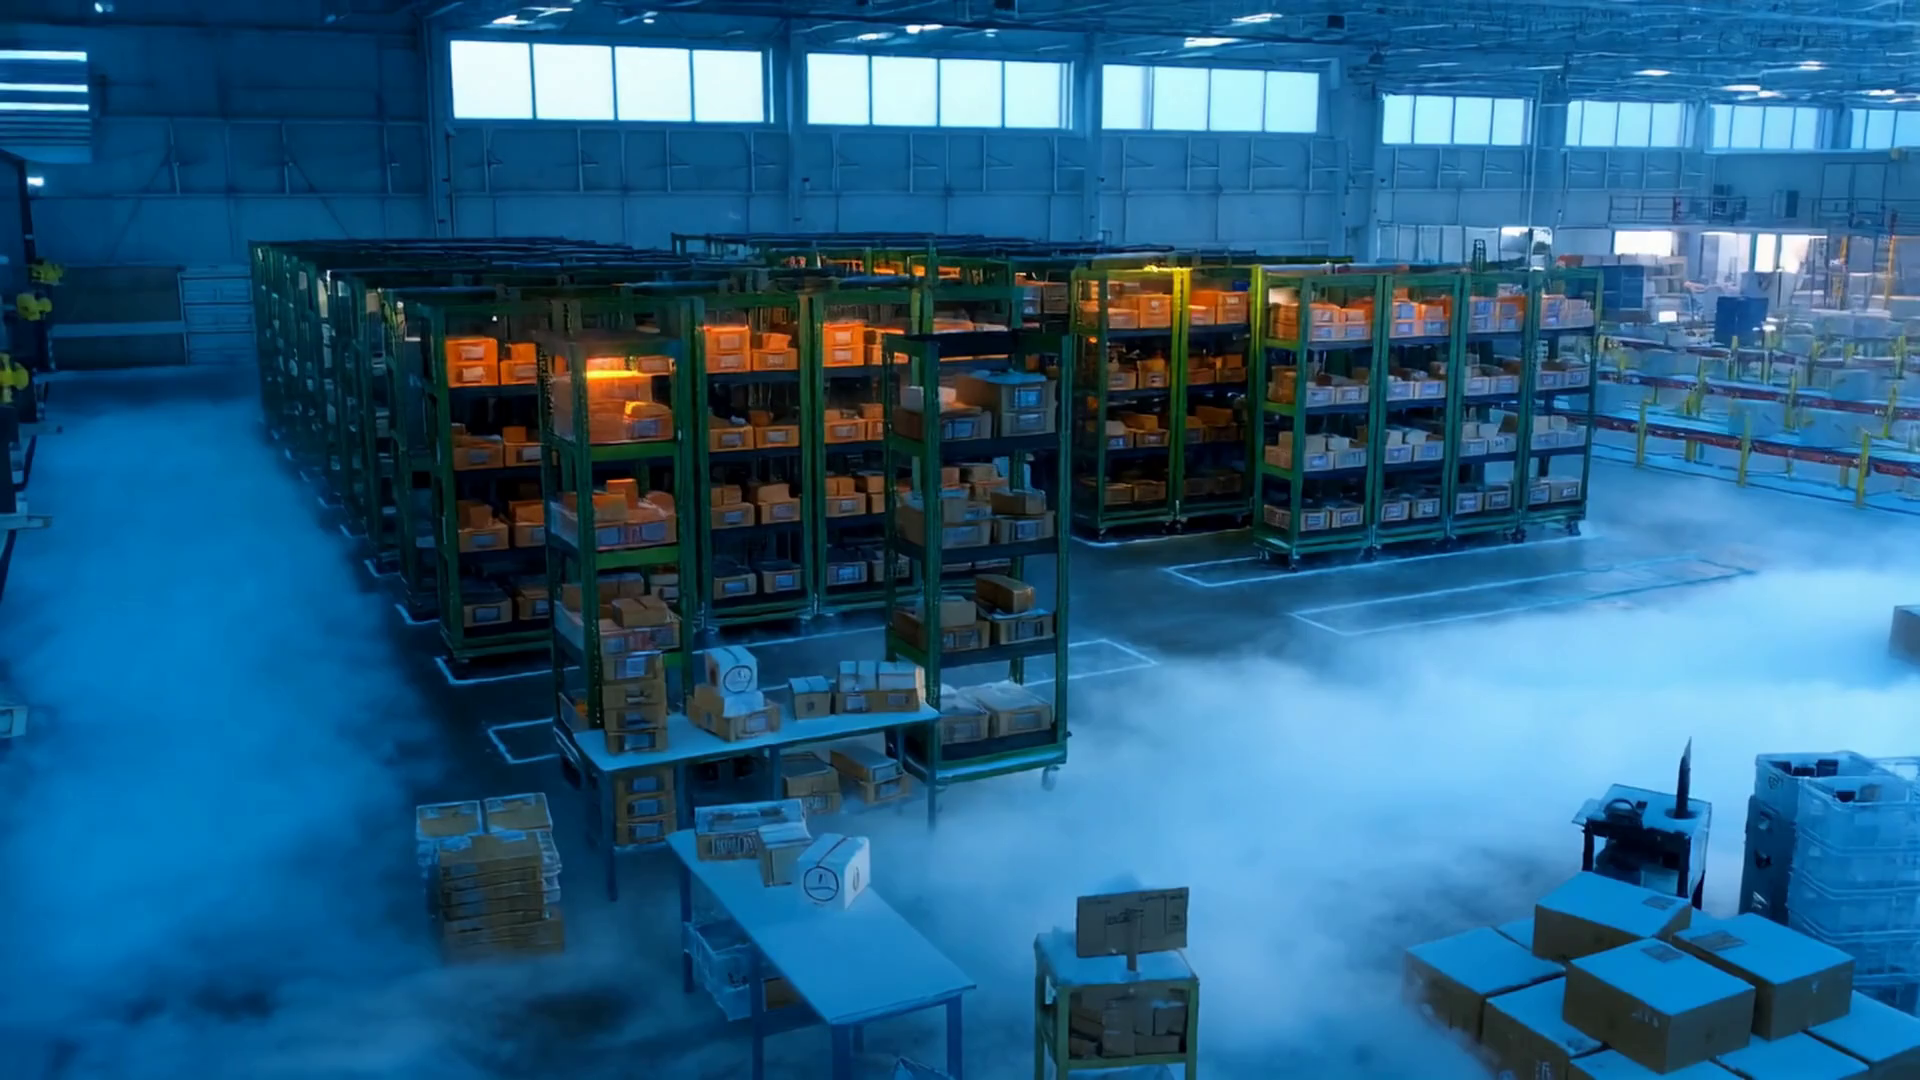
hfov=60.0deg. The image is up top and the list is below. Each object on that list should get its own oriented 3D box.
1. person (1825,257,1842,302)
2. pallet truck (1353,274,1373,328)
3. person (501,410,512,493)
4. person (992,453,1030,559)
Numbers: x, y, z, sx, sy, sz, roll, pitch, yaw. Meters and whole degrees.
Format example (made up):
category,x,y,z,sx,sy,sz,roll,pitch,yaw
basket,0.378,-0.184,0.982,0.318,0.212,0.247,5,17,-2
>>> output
category,x,y,z,sx,sy,sz,roll,pitch,yaw
person,35.493,-10.595,67.586,0.543,1.806,0.893,-3,12,-15
pallet truck,13.011,-8.050,55.243,0.823,1.965,1.885,-7,14,-28
person,-6.066,-0.894,22.148,0.388,1.837,0.564,-7,14,-30
person,0.513,-0.389,19.838,0.630,1.809,0.589,-5,13,-21
